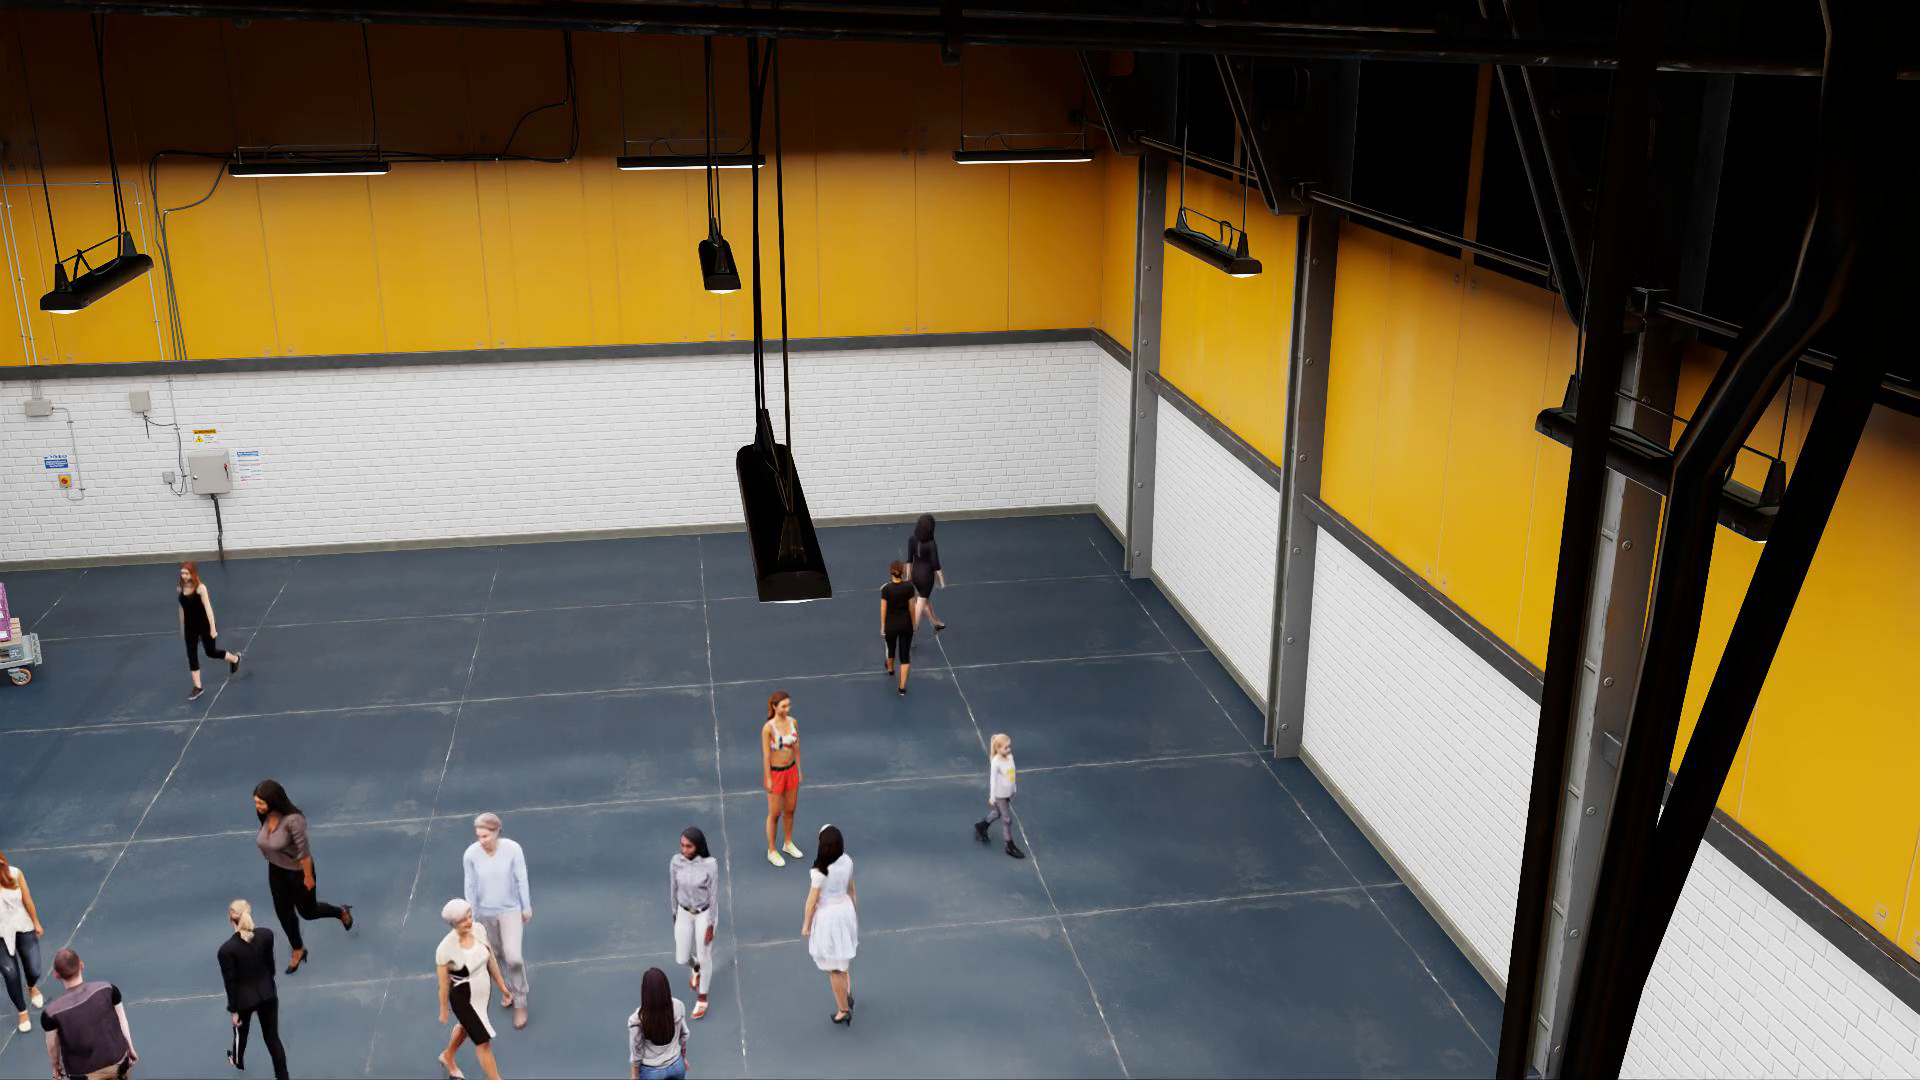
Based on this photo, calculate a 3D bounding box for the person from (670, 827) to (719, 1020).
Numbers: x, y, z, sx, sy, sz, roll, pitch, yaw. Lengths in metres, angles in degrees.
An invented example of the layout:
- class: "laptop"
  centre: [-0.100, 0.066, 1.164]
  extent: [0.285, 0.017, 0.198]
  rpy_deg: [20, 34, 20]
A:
- class: "person"
  centre: [-2.168, 3.138, 13.918]
  extent: [0.741, 1.714, 0.844]
  rpy_deg: [5, 19, 13]

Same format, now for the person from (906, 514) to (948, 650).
- class: "person"
  centre: [-0.537, 0.591, 21.420]
  extent: [1.130, 1.752, 1.127]
  rpy_deg: [16, 24, 38]

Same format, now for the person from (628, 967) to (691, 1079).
- class: "person"
  centre: [-2.150, 3.823, 12.012]
  extent: [0.679, 1.631, 0.663]
  rpy_deg: [-13, 23, -34]

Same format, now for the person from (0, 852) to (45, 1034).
- class: "person"
  centre: [-7.808, 3.199, 13.662]
  extent: [0.786, 1.761, 0.882]
  rpy_deg: [-13, 22, -33]

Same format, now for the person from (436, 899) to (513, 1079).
- class: "person"
  centre: [-3.838, 3.515, 12.809]
  extent: [1.062, 1.706, 1.111]
  rpy_deg: [9, 20, 24]

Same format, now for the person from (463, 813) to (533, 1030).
- class: "person"
  centre: [-3.837, 3.074, 13.885]
  extent: [0.708, 1.855, 0.920]
  rpy_deg: [-1, 19, -2]

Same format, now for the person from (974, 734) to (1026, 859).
- class: "person"
  centre: [0.371, 2.502, 16.514]
  extent: [0.917, 1.261, 0.846]
  rpy_deg: [13, 23, 34]

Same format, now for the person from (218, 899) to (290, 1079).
- class: "person"
  centre: [-5.335, 3.578, 12.702]
  extent: [1.155, 1.655, 1.011]
  rpy_deg: [16, 25, 40]

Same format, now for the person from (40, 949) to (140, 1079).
- class: "person"
  centre: [-6.126, 3.792, 11.837]
  extent: [1.038, 1.802, 1.191]
  rpy_deg: [-15, 24, -37]

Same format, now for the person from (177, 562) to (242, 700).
- class: "person"
  centre: [-9.159, 1.036, 20.184]
  extent: [0.885, 1.697, 1.124]
  rpy_deg: [5, 19, 16]

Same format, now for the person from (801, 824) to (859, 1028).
- class: "person"
  centre: [-0.964, 3.206, 13.575]
  extent: [0.959, 1.802, 0.889]
  rpy_deg: [16, 24, 39]

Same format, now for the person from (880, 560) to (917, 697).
- class: "person"
  centre: [-0.734, 1.086, 20.146]
  extent: [0.592, 1.626, 1.058]
  rpy_deg: [-3, 19, -10]

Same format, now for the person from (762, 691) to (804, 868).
- class: "person"
  centre: [-1.755, 2.301, 16.286]
  extent: [0.679, 1.788, 0.713]
  rpy_deg: [-15, 24, -38]

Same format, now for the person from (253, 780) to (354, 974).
- class: "person"
  centre: [-5.753, 2.882, 14.524]
  extent: [1.007, 1.810, 1.096]
  rpy_deg: [8, 20, 23]
